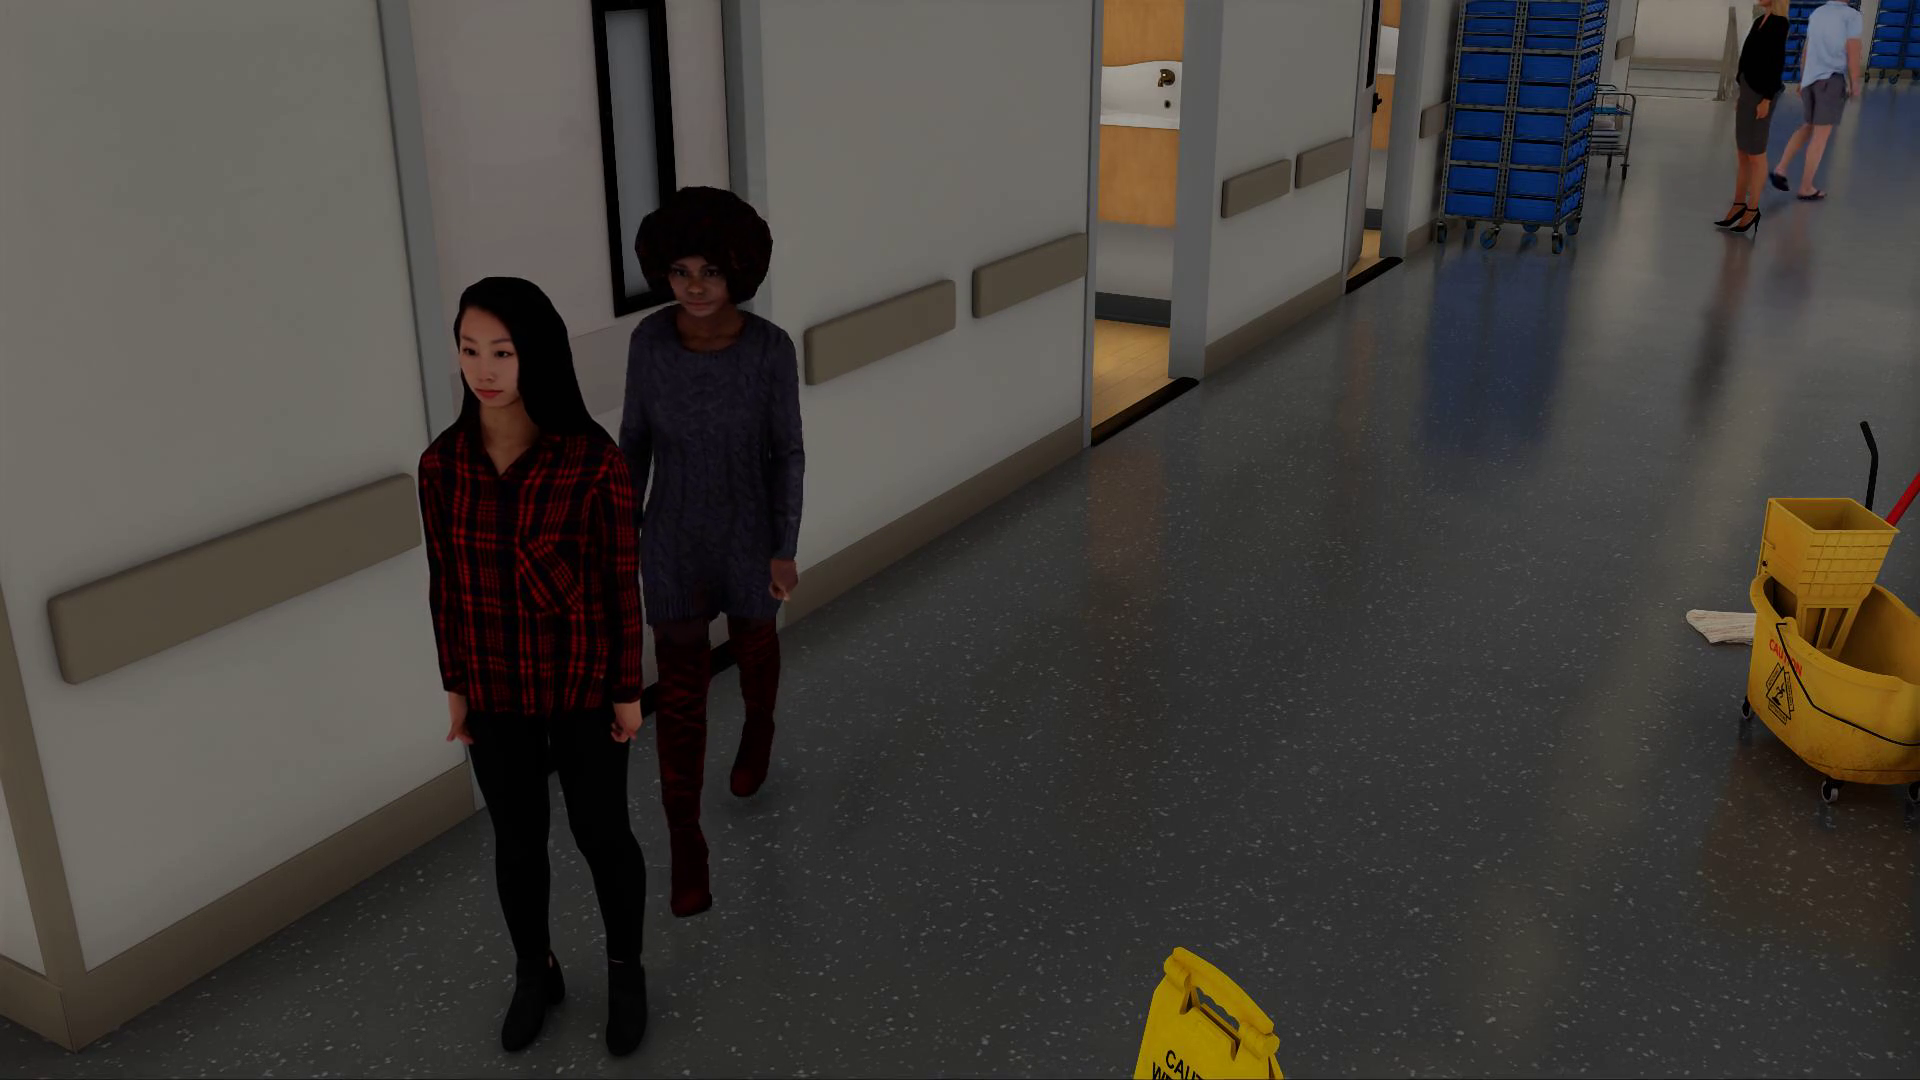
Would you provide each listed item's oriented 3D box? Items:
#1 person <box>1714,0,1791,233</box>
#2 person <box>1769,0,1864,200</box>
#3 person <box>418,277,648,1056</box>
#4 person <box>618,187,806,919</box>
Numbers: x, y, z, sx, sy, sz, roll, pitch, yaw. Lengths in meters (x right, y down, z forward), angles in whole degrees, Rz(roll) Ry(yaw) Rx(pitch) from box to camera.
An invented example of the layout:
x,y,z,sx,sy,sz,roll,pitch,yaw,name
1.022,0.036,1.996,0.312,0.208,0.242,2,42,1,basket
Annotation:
x,y,z,sx,sy,sz,roll,pitch,yaw,name
5.895,-3.211,12.284,0.748,1.843,0.643,0,21,0,person
7.038,-3.731,13.685,0.888,1.822,0.831,-7,22,-18,person
-0.828,0.283,3.332,0.654,1.649,0.648,2,21,5,person
-0.571,-0.002,4.080,1.010,1.652,1.223,0,21,1,person
